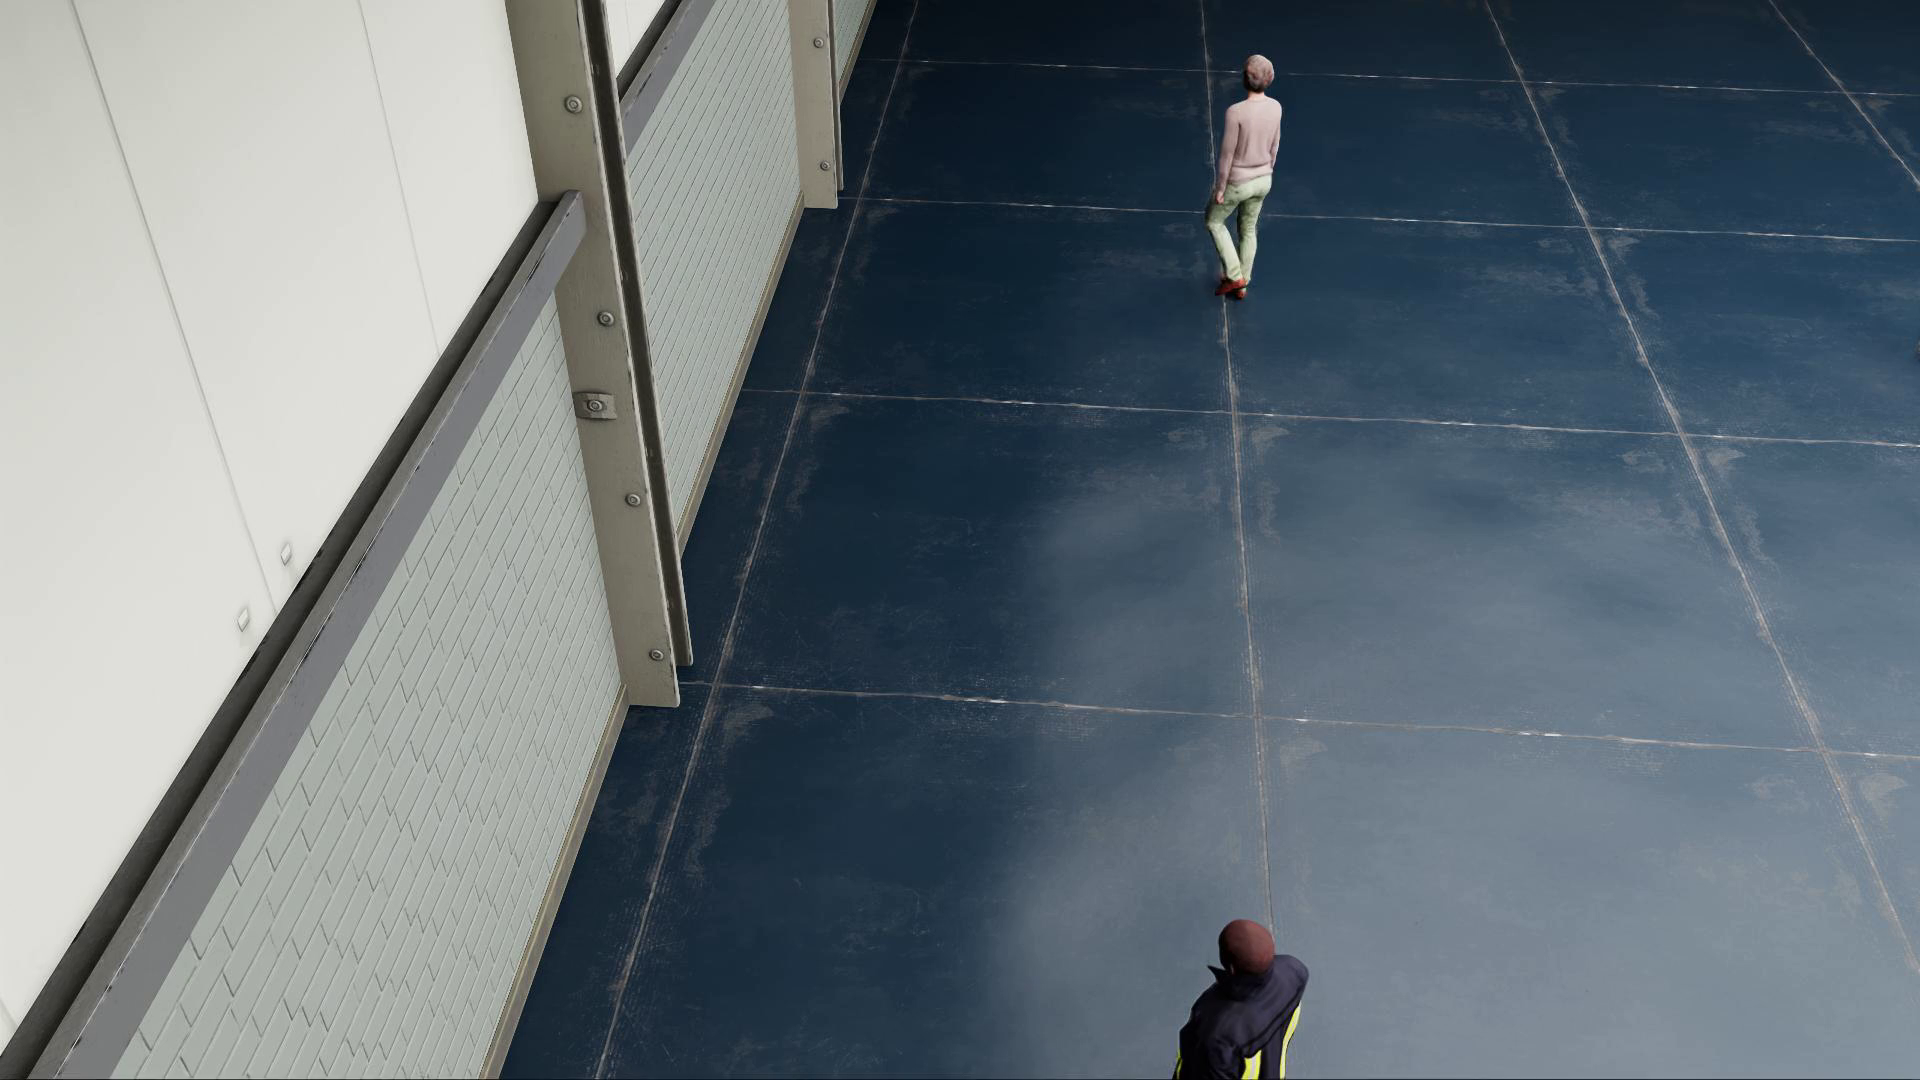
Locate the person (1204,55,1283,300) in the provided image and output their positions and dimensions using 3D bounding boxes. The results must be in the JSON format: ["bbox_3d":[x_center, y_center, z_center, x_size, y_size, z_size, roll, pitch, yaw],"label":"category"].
[{"bbox_3d":[2.107,-2.545,12.059,0.843,1.860,0.877,-17,41,-20],"label":"person"}]

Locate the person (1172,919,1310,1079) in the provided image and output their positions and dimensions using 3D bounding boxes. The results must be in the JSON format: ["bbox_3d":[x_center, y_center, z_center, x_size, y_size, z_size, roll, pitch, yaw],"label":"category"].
[{"bbox_3d":[1.028,2.037,6.232,0.923,1.821,0.838,31,47,33],"label":"person"}]
